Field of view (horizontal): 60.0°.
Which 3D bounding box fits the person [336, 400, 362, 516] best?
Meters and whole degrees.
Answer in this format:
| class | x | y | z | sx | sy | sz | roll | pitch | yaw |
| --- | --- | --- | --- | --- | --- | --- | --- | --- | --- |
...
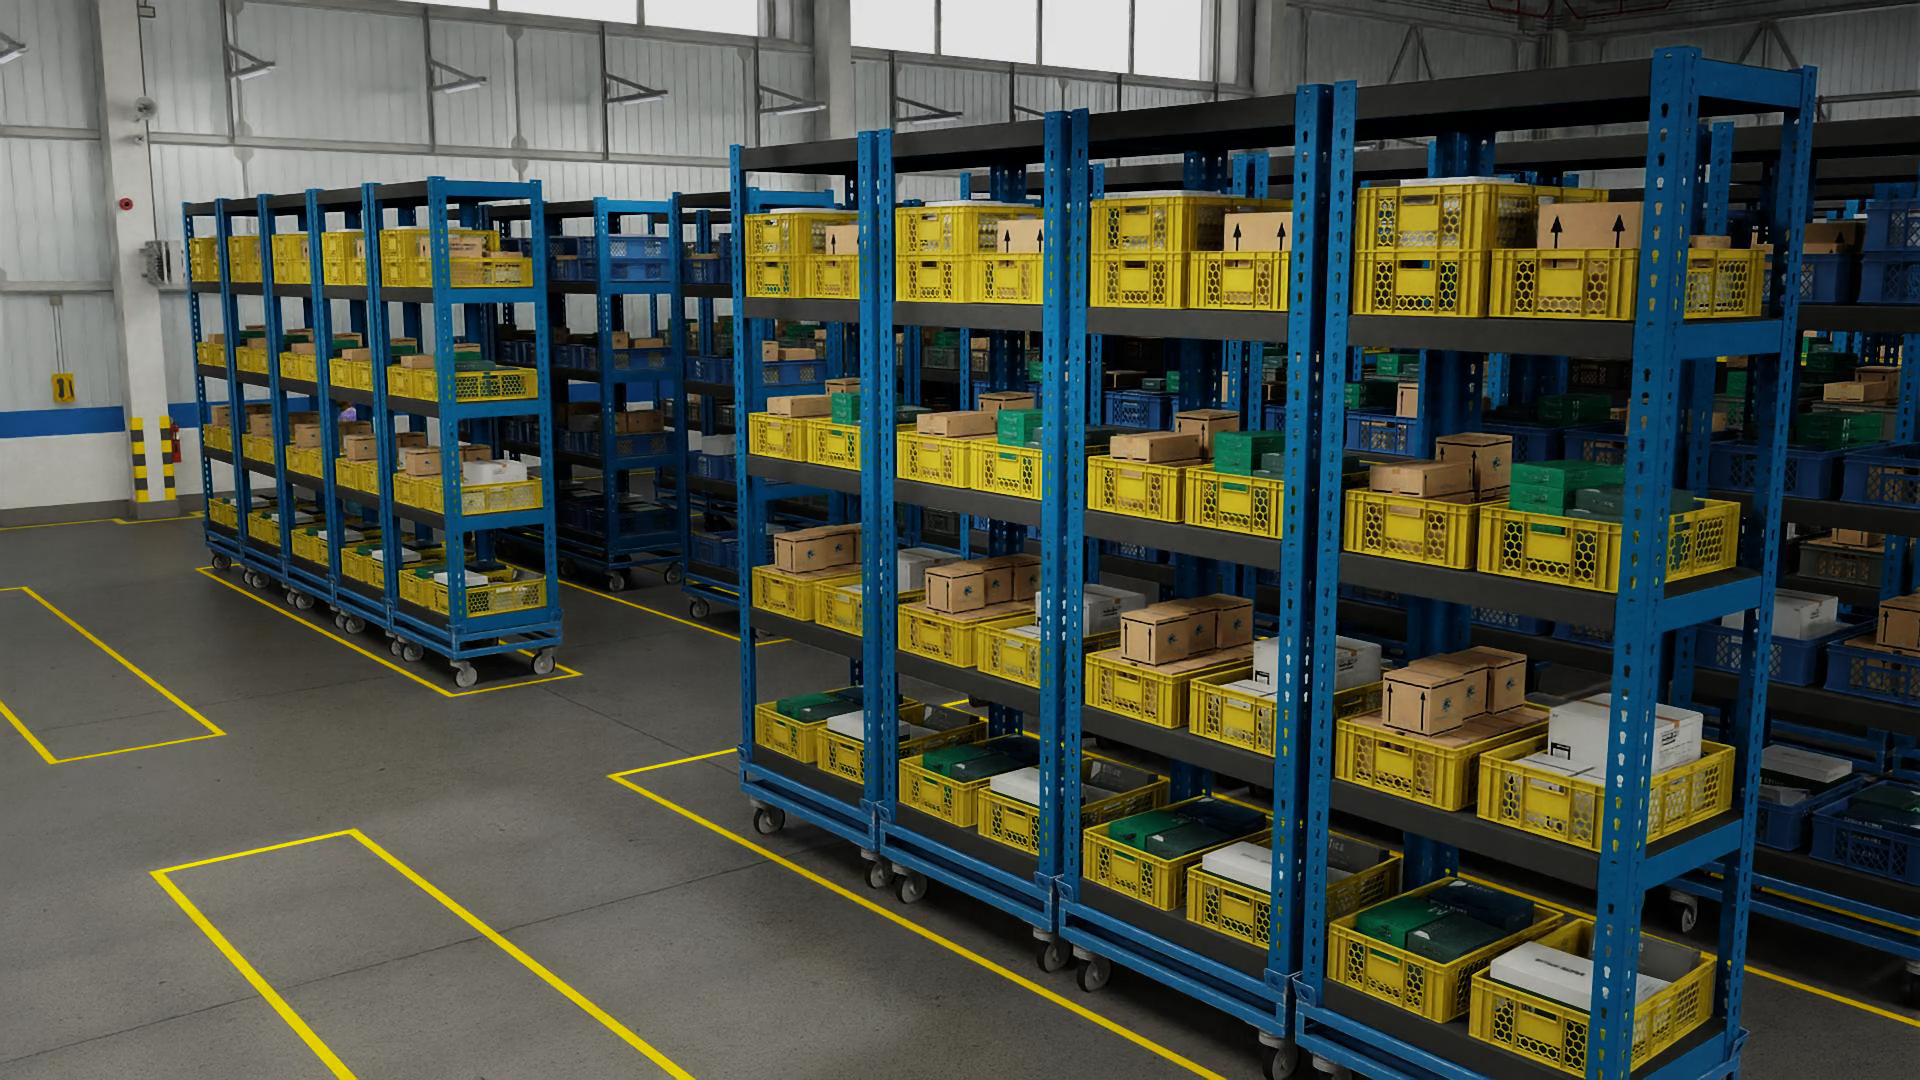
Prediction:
| class | x | y | z | sx | sy | sz | roll | pitch | yaw |
| --- | --- | --- | --- | --- | --- | --- | --- | --- | --- |
| person | -6.170 | -0.692 | 16.862 | 0.380 | 1.845 | 0.570 | -3 | 10 | -16 |
